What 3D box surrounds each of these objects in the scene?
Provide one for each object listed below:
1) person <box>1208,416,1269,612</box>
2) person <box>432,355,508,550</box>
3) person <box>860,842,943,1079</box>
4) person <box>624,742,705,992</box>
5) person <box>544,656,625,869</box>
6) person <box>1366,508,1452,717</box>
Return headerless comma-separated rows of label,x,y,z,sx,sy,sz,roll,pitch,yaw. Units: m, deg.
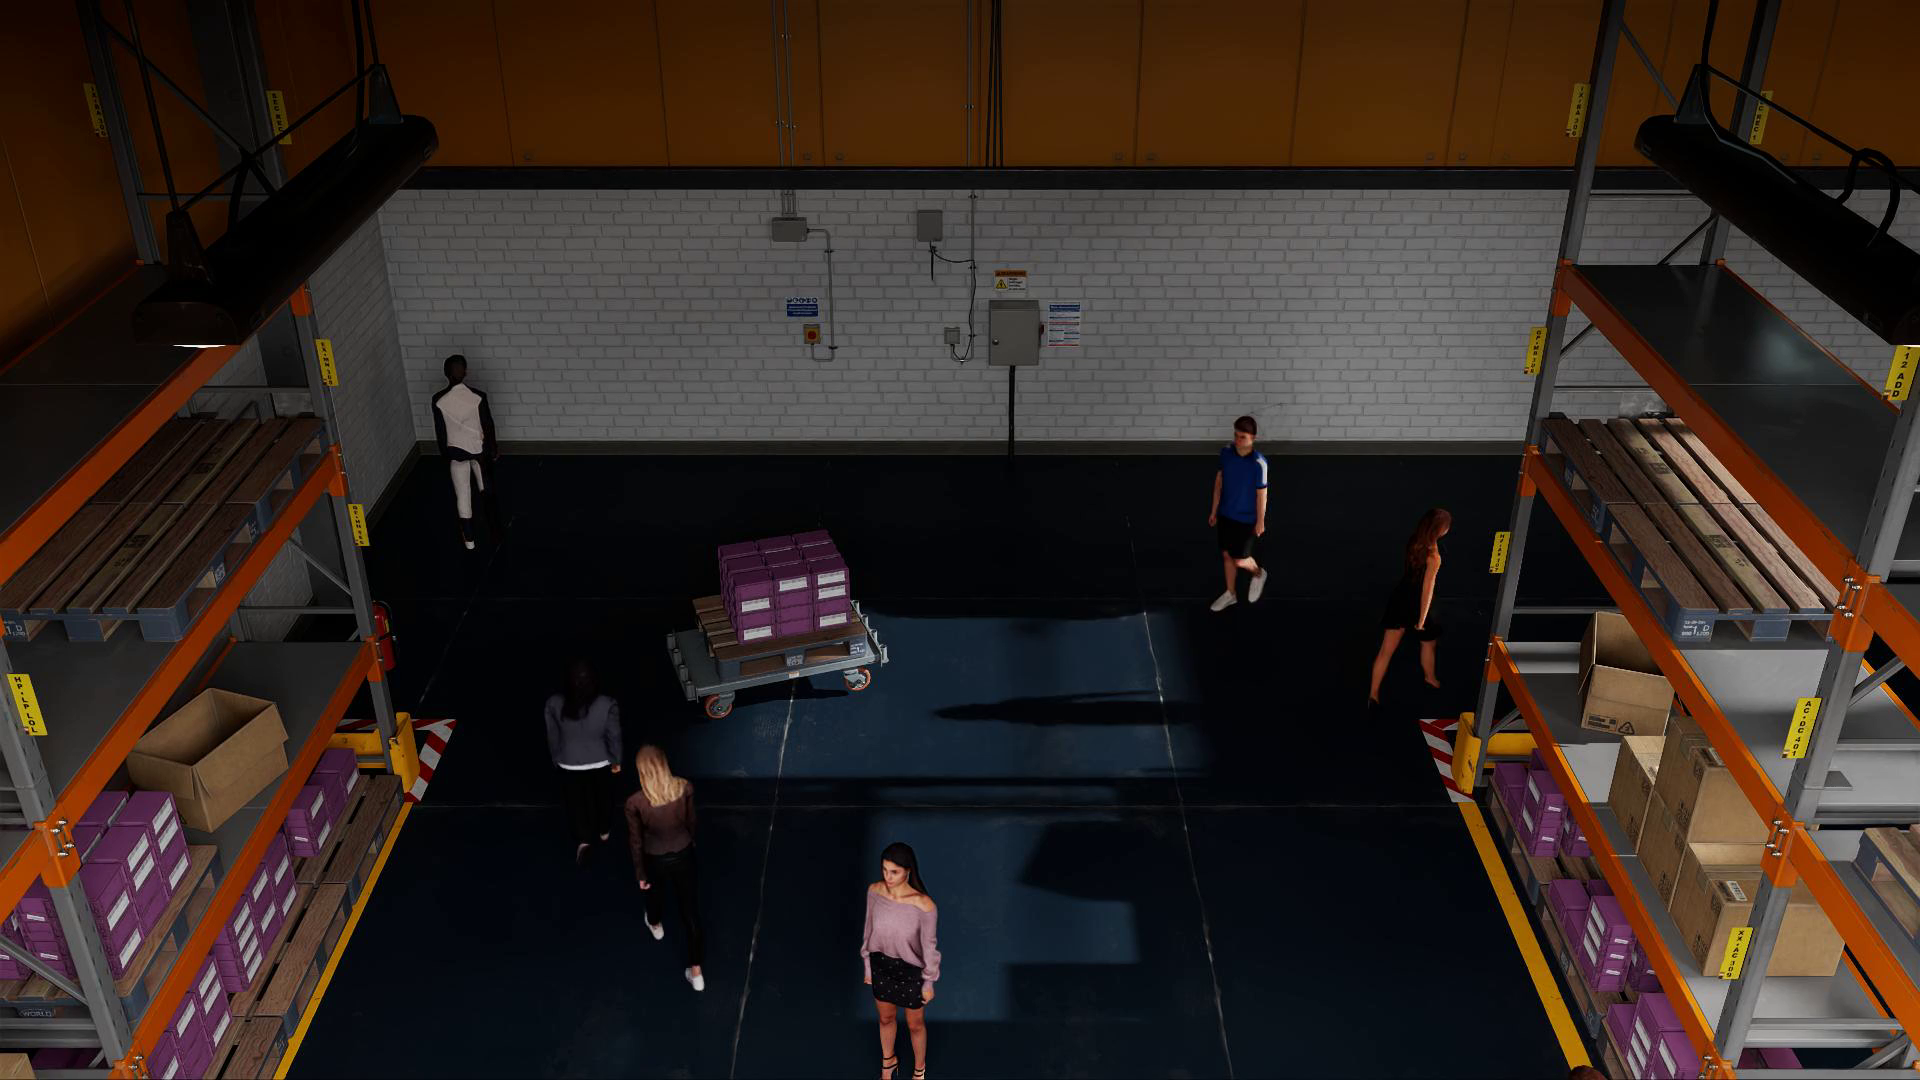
person,2.467,-0.255,14.374,0.959,1.855,0.905,-23,36,-36
person,-4.538,-0.813,15.357,0.730,1.893,0.669,-7,29,-12
person,-0.337,2.458,9.446,0.695,1.812,0.665,11,31,20
person,-1.780,2.049,10.350,0.897,1.663,1.175,-12,31,-21
person,-2.569,1.518,11.408,0.756,1.582,0.933,-4,29,-8
person,3.412,0.600,12.870,0.991,1.794,1.063,-17,33,-28
